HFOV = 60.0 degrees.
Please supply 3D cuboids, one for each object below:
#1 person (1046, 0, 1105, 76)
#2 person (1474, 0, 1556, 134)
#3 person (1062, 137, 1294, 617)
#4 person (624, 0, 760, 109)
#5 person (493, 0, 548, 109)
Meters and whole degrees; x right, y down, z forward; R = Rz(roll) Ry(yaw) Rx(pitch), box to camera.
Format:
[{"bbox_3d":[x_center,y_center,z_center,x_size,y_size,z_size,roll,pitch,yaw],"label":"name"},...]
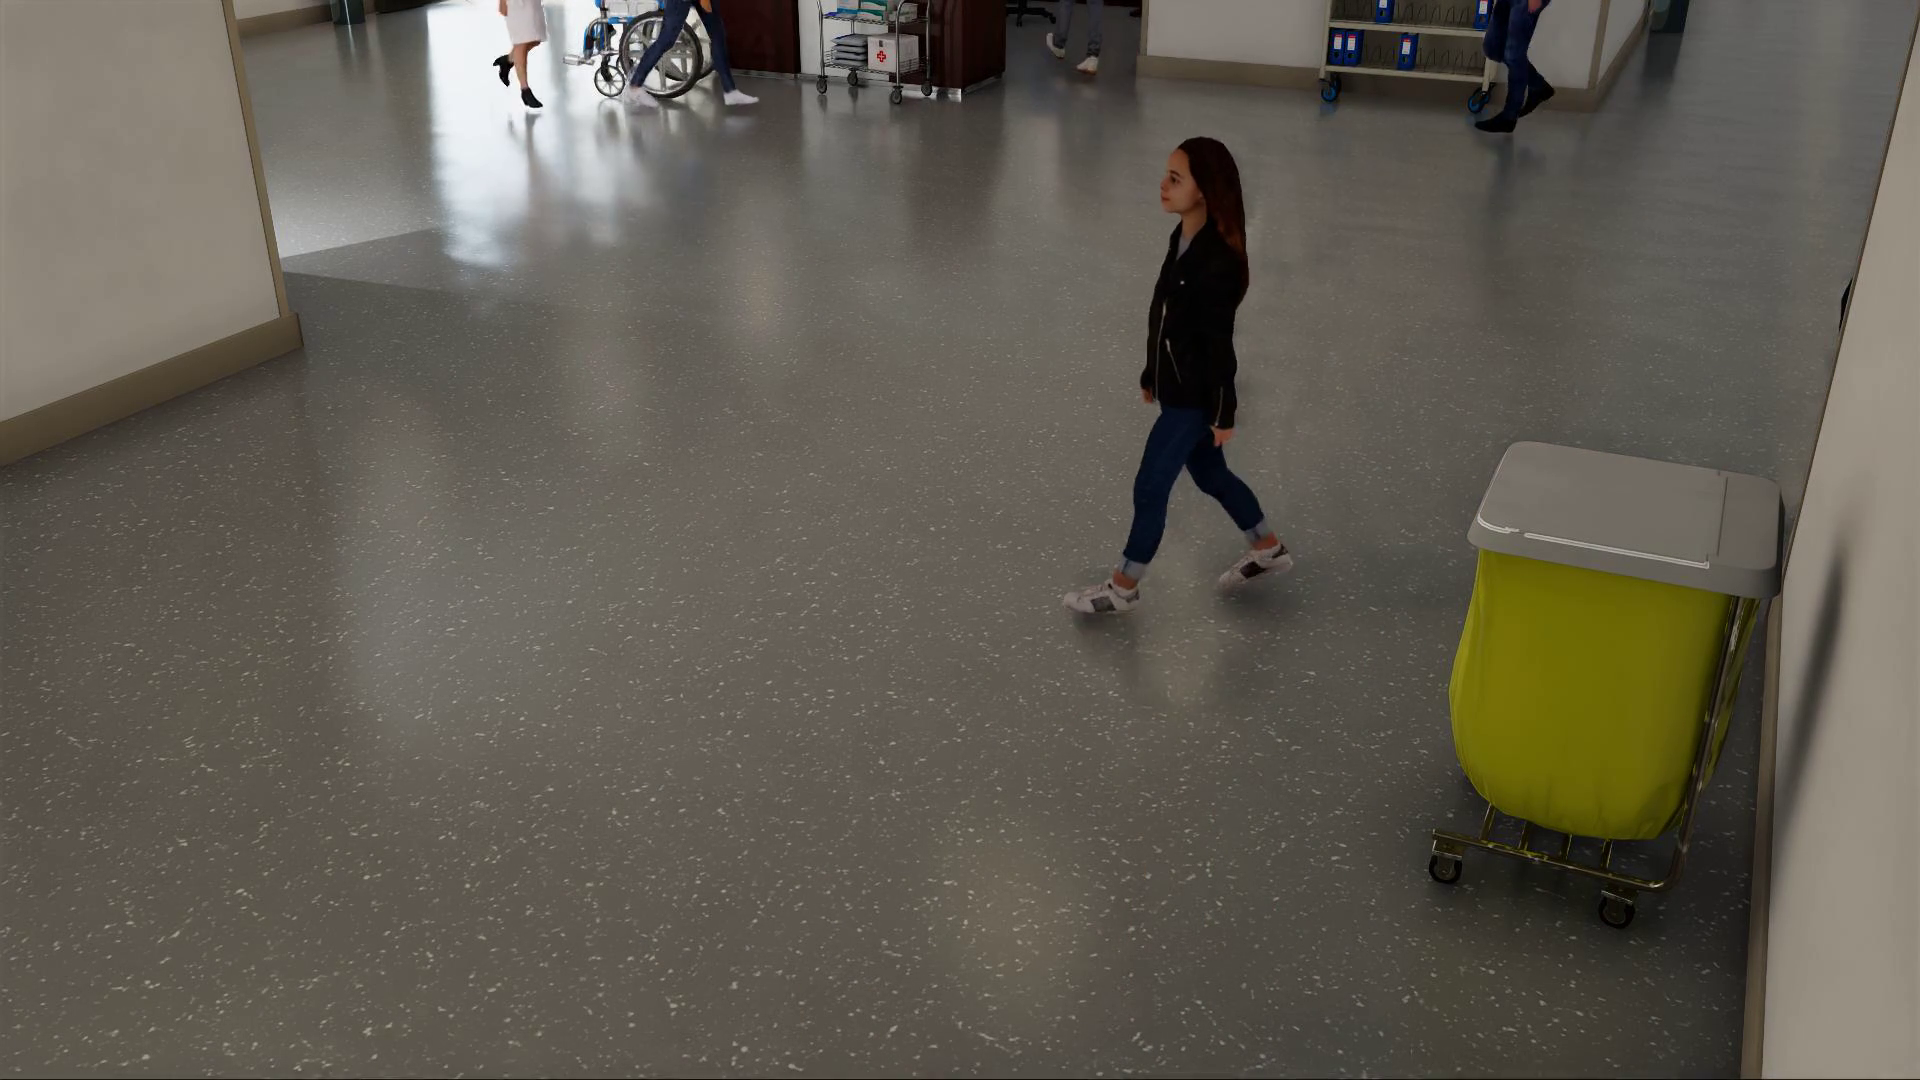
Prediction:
[{"bbox_3d":[1.040,-4.581,13.082,1.206,1.831,1.225,-8,27,-17],"label":"person"},{"bbox_3d":[3.888,-3.688,11.186,0.969,1.870,0.894,-3,26,-7],"label":"person"},{"bbox_3d":[0.759,-0.448,4.951,1.067,1.449,0.907,-3,26,-7],"label":"person"},{"bbox_3d":[-2.032,-3.896,11.833,1.278,1.682,0.959,1,26,3],"label":"person"},{"bbox_3d":[-3.247,-3.946,12.118,0.822,1.526,0.630,21,33,37],"label":"person"}]
